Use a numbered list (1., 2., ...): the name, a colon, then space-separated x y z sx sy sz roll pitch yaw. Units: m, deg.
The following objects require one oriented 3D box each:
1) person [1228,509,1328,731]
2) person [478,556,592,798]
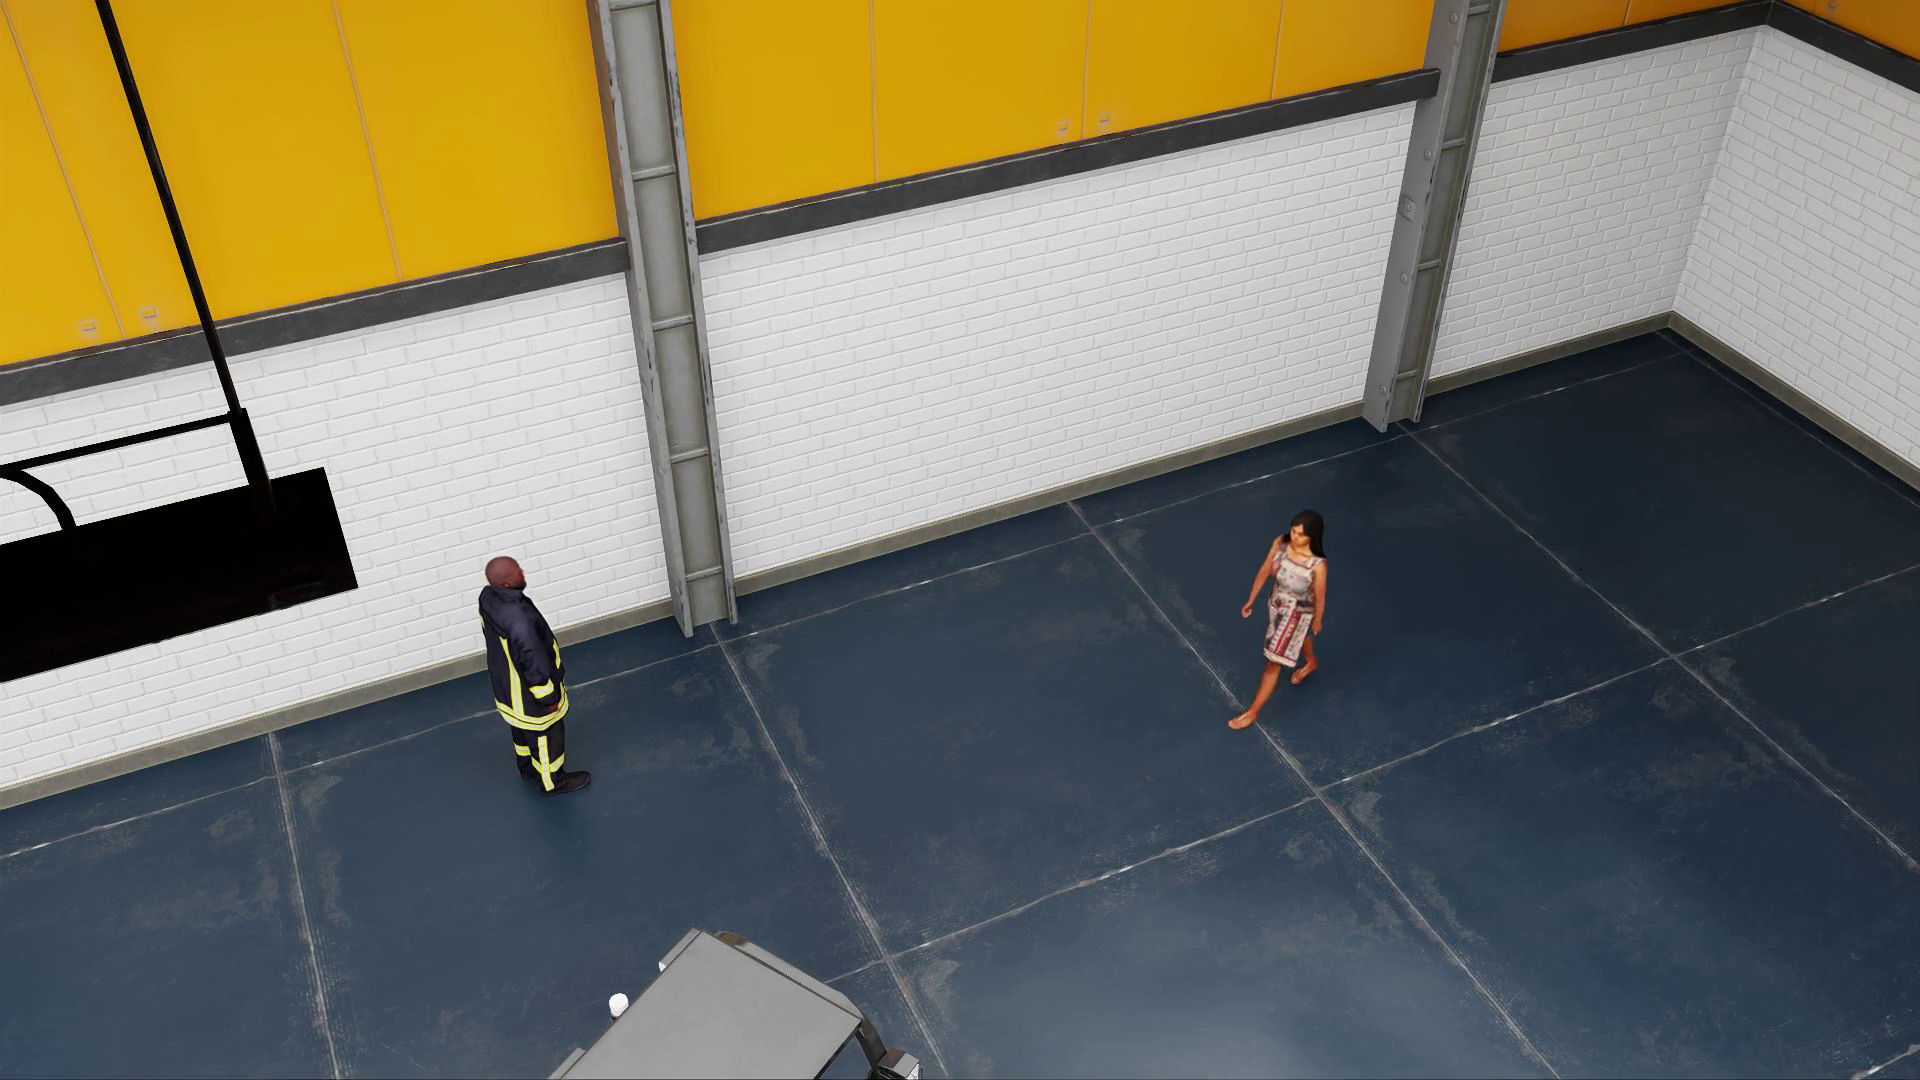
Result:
1. person: 2.211 0.432 10.846 1.196 1.591 0.786 -25 45 -28
2. person: -2.656 0.821 10.173 0.754 1.824 0.808 -26 46 -29
